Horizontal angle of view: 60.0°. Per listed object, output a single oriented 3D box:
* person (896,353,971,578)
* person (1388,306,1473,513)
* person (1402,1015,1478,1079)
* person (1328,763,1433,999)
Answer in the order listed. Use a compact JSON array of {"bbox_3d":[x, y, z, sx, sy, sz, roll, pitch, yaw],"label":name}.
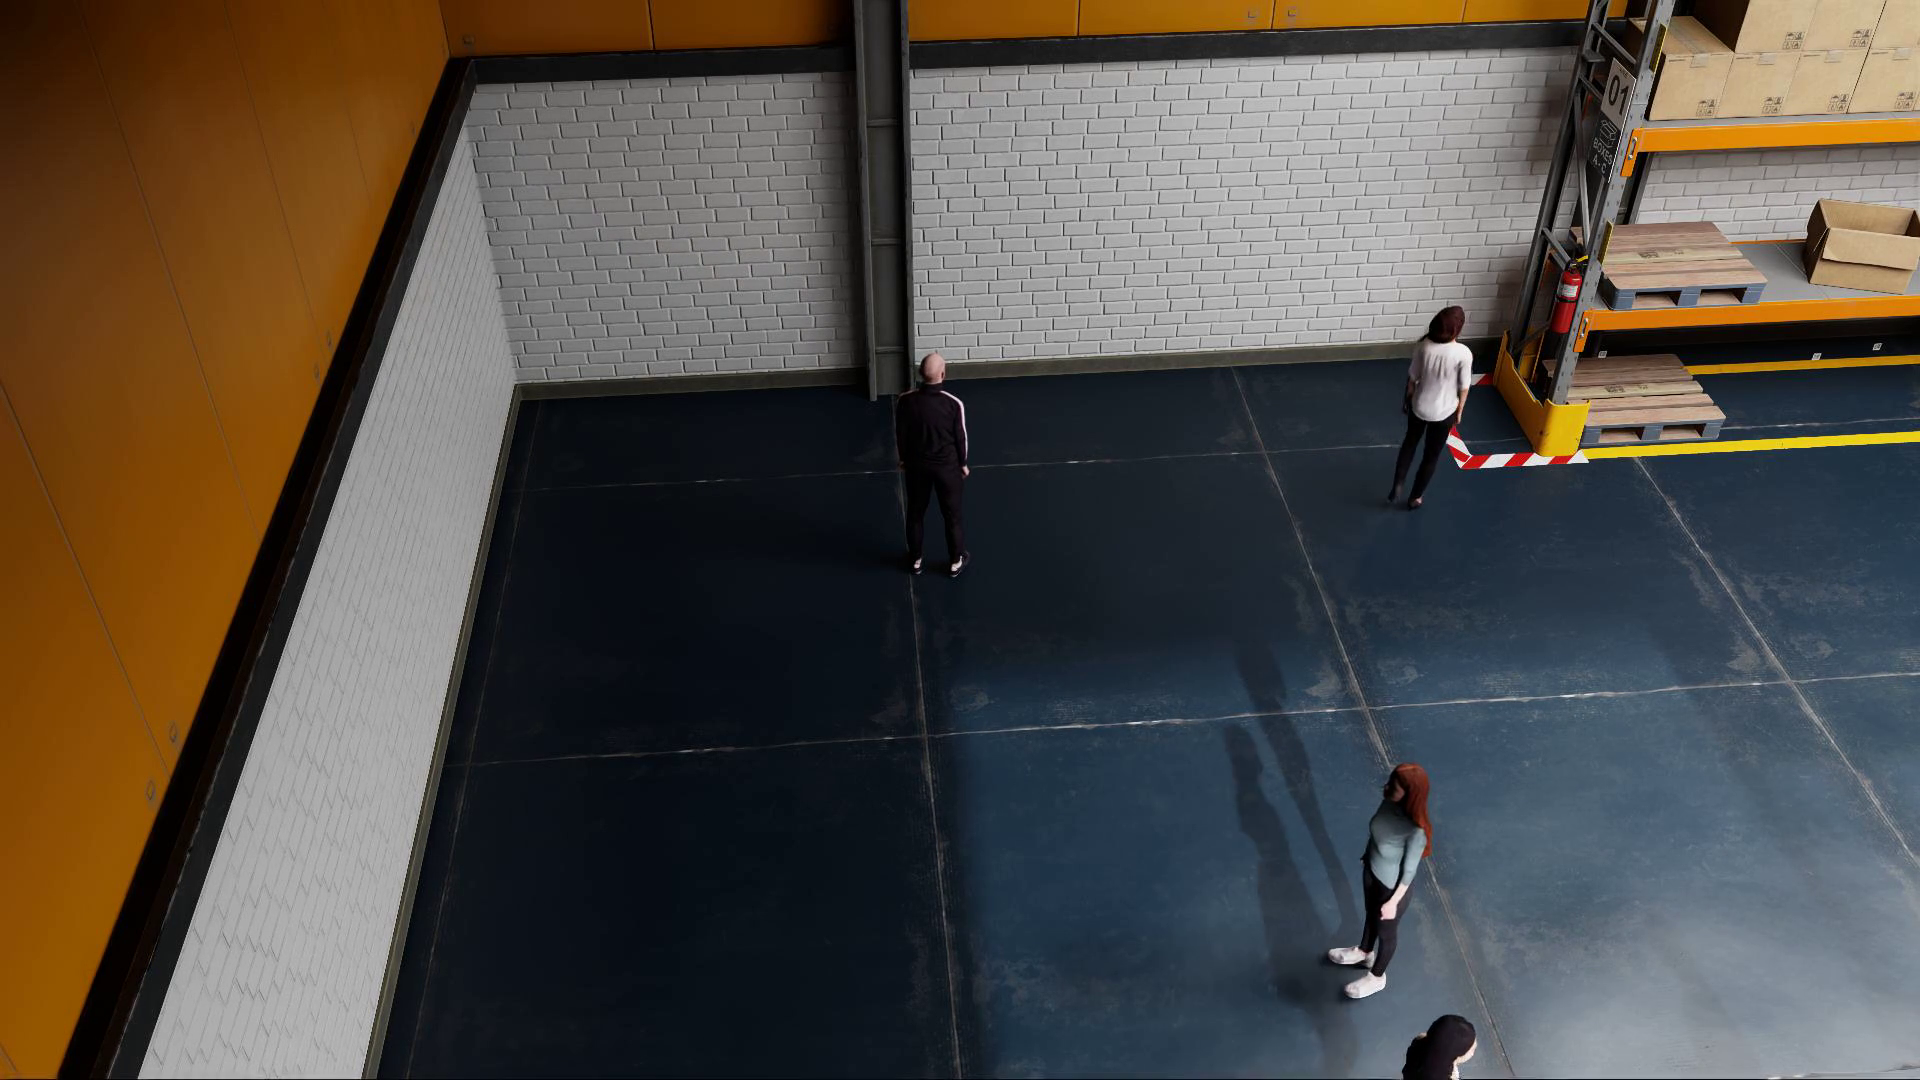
[{"bbox_3d":[-0.190,-0.512,11.893,0.611,1.835,0.792,6,39,8],"label":"person"},{"bbox_3d":[3.490,-0.910,12.428,0.764,1.789,0.826,23,44,26],"label":"person"},{"bbox_3d":[2.076,2.818,7.779,0.760,1.764,0.626,-3,39,-4],"label":"person"},{"bbox_3d":[2.320,1.837,9.025,0.530,1.742,0.573,-4,39,-5],"label":"person"}]
